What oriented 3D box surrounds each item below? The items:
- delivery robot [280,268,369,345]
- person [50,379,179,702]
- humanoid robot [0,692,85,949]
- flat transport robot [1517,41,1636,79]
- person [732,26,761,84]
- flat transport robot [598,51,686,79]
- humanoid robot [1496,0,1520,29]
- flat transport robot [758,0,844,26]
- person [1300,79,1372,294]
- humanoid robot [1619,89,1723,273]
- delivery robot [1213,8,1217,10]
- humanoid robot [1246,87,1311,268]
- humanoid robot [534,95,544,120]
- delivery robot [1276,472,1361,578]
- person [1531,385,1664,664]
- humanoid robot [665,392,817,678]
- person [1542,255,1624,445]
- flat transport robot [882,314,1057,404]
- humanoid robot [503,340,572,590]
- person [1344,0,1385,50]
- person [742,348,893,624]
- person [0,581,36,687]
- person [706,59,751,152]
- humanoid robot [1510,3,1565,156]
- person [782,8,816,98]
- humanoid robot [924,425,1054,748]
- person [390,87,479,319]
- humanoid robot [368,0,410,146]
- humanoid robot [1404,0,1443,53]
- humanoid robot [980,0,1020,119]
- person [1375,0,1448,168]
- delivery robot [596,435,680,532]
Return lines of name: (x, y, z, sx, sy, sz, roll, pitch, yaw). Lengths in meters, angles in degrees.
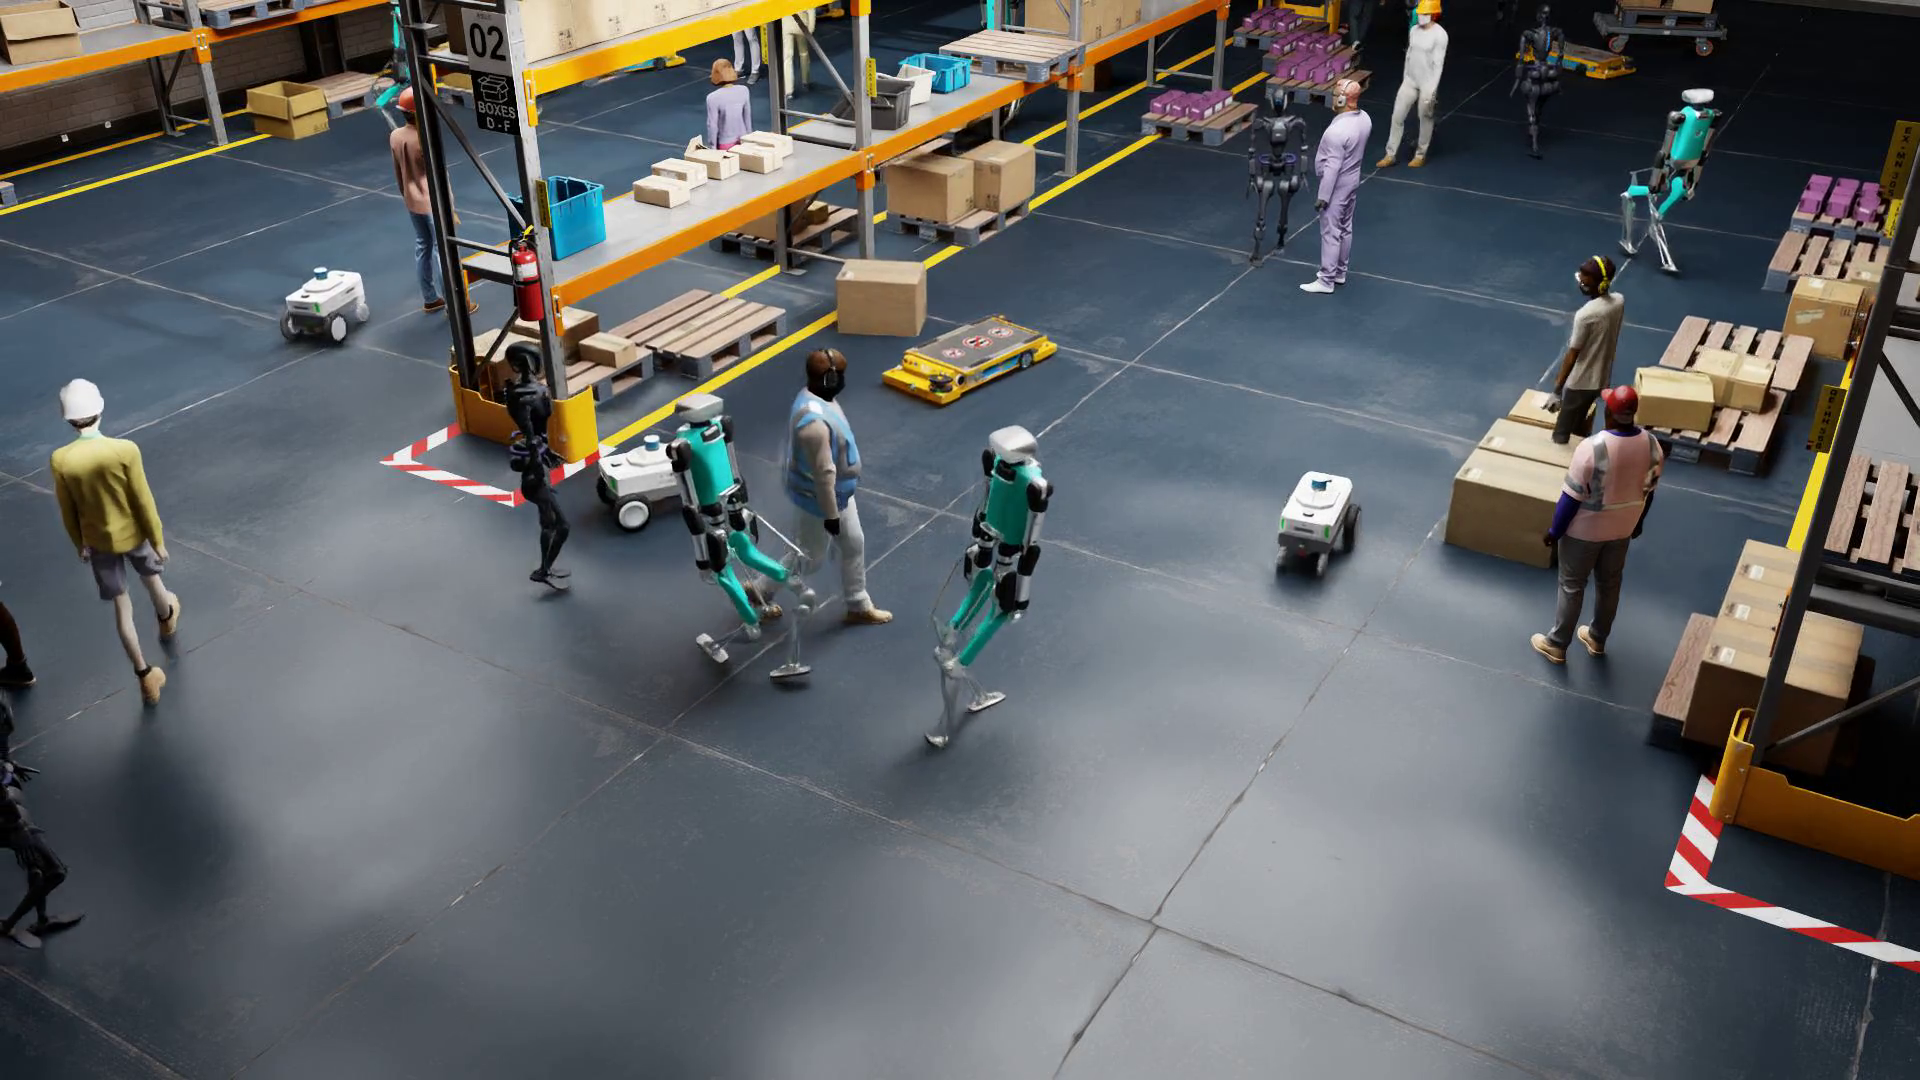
delivery robot: (-5.425, -2.035, 14.241, 0.499, 0.585, 0.775, 8, 30, 13)
person: (-4.787, -0.066, 9.455, 0.509, 1.840, 0.971, -10, 31, -17)
humanoid robot: (-4.324, 1.144, 7.487, 0.367, 1.652, 0.607, -17, 33, -27)
flat transport robot: (8.294, -6.464, 22.377, 0.659, 0.231, 1.431, -19, 34, -30)
person: (-2.809, -6.890, 21.426, 0.498, 1.947, 0.429, 16, 33, 26)
flat transport robot: (-4.468, -6.432, 22.320, 1.431, 0.231, 0.659, -22, 36, -34)
humanoid robot: (8.128, -8.340, 24.266, 0.593, 1.647, 0.450, 6, 30, 10)
flat transport robot: (-2.510, -7.906, 24.927, 1.431, 0.231, 0.659, -22, 36, -34)
person: (3.354, -3.150, 14.852, 0.413, 1.908, 0.638, 19, 35, 30)
humanoid robot: (6.510, -3.375, 15.453, 0.544, 1.752, 1.032, -8, 31, -14)
delivery robot: (3.671, -8.518, 25.733, 0.784, 0.608, 0.499, 12, 32, 21)
humanoid robot: (2.983, -3.402, 15.560, 0.609, 1.644, 0.600, 3, 30, 6)
humanoid robot: (-5.163, -5.658, 19.500, 0.551, 1.794, 0.989, 11, 31, 19)
delivery robot: (2.334, -0.153, 10.917, 0.499, 0.589, 0.782, 12, 32, 20)
person: (3.670, -0.086, 9.585, 0.600, 1.754, 0.420, -7, 30, -12)
humanoid robot: (-1.142, 0.056, 9.366, 0.982, 1.725, 0.555, 13, 32, 22)
person: (4.199, -1.068, 11.244, 0.622, 1.836, 0.560, -20, 35, -31)
flat transport robot: (0.095, -1.490, 13.577, 0.659, 0.231, 1.431, 24, 37, 36)
humanoid robot: (-2.617, -0.474, 10.350, 0.327, 1.653, 0.588, -5, 30, -9)
person: (5.483, -7.381, 22.421, 0.598, 1.814, 0.623, 3, 30, 5)
person: (-0.877, -0.281, 9.895, 0.862, 1.794, 0.613, 3, 30, 5)
person: (-5.579, 0.049, 9.146, 0.387, 1.955, 0.606, 7, 30, 12)
person: (-2.290, -3.963, 16.574, 0.503, 1.628, 0.279, -22, 36, -34)
humanoid robot: (6.528, -5.184, 18.739, 0.589, 1.617, 0.834, -6, 30, -10)
person: (-2.091, -6.479, 20.947, 0.562, 1.701, 0.894, -1, 29, -2)
humanoid robot: (0.032, 0.312, 8.948, 0.876, 1.830, 0.547, -18, 34, -28)
person: (-4.560, -2.890, 14.304, 0.607, 1.994, 0.375, 18, 34, 29)
humanoid robot: (-6.452, -5.256, 18.753, 0.786, 1.781, 0.549, -6, 30, -11)
humanoid robot: (6.144, -7.243, 22.279, 0.541, 1.741, 1.028, -4, 30, -7)
humanoid robot: (0.594, -5.864, 19.692, 0.533, 1.673, 0.735, 20, 35, 31)
person: (4.940, -4.935, 18.048, 0.814, 1.865, 0.562, -23, 37, -35)
delivery robot: (-2.125, -0.419, 11.410, 0.784, 0.612, 0.524, -13, 32, -22)
